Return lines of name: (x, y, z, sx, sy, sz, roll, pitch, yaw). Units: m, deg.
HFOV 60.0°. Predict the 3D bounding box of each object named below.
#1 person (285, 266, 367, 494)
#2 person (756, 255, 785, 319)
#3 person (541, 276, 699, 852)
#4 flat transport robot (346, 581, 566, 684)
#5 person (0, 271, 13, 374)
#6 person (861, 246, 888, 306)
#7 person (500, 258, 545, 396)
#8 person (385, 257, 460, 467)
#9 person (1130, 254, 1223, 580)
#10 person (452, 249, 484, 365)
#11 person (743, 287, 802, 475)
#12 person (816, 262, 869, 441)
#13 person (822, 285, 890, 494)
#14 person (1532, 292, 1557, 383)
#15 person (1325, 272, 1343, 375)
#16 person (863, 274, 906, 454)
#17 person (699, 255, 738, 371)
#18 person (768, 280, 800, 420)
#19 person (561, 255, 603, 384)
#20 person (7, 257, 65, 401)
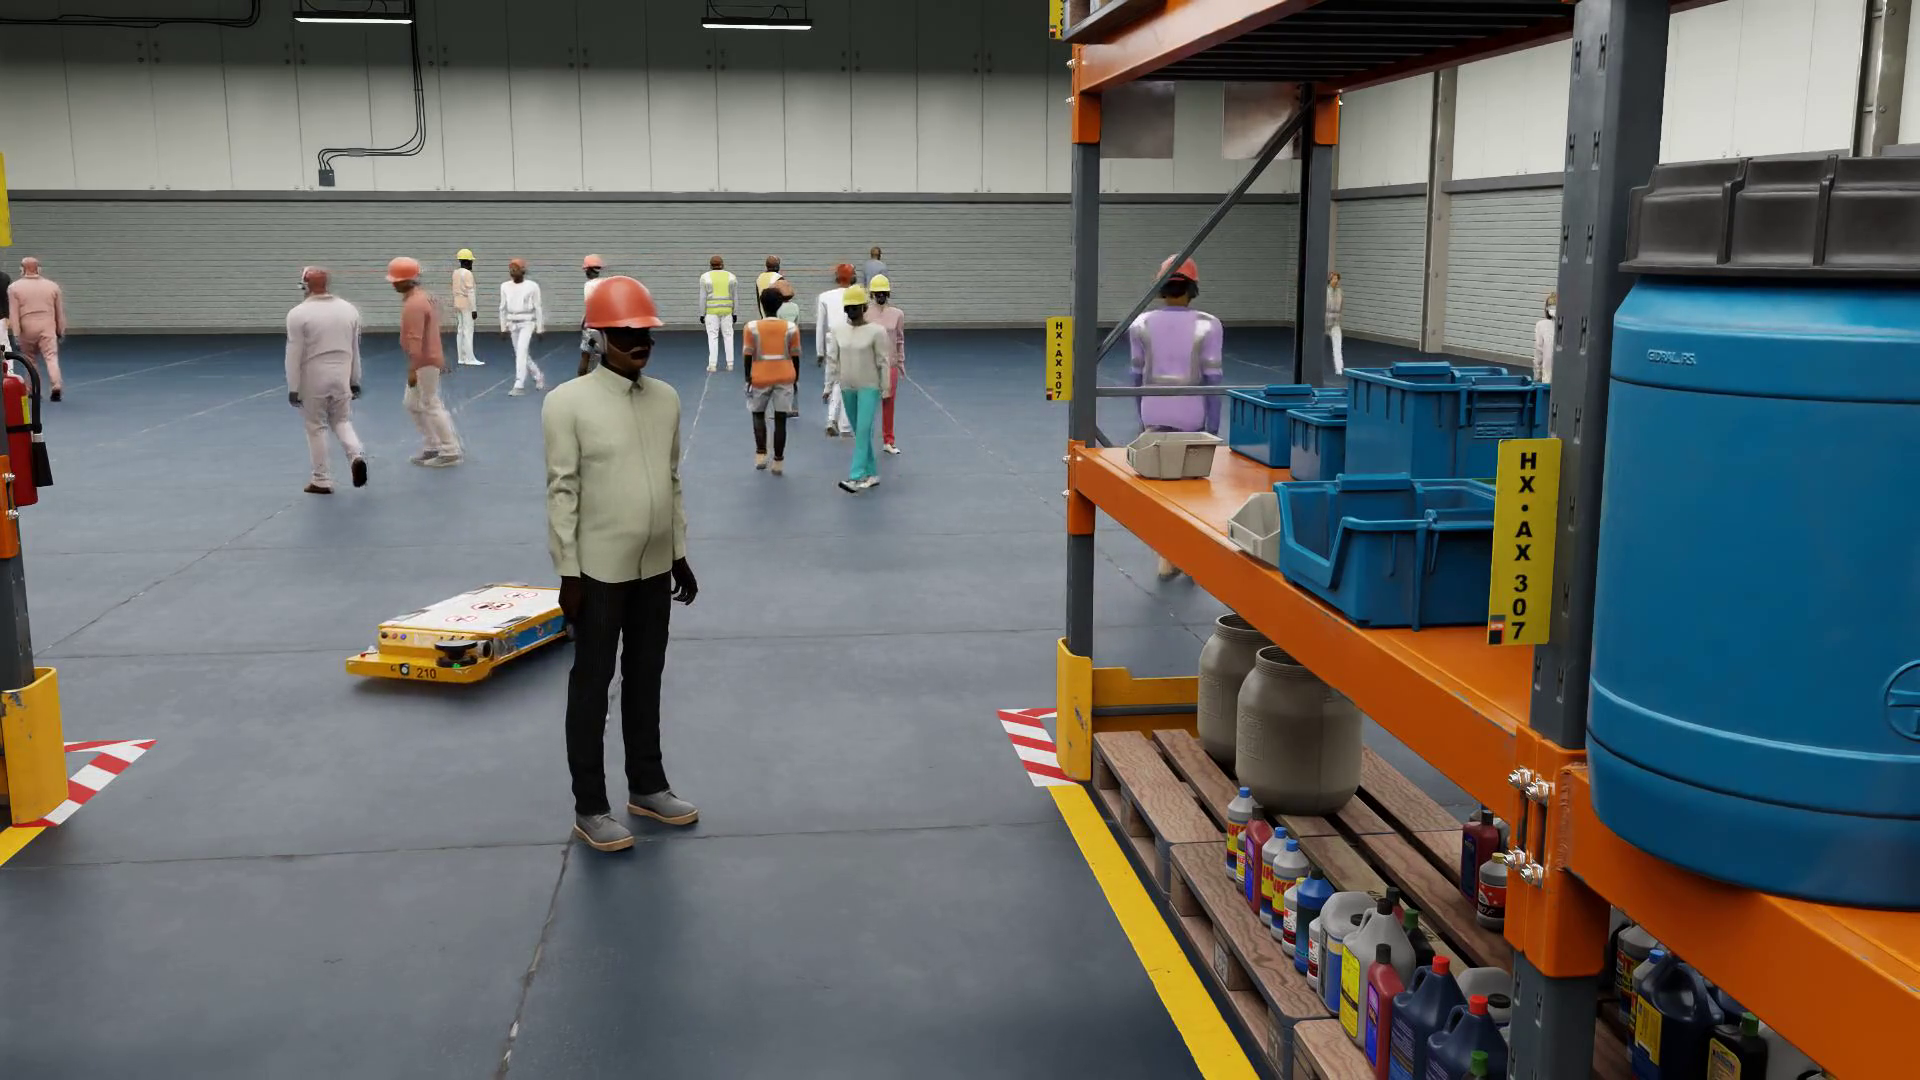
person: (-5.247, -1.310, 13.739, 0.546, 1.892, 0.669, 8, 13, 36)
person: (-2.868, -3.474, 25.761, 0.429, 1.842, 0.634, -10, 14, -43)
person: (-1.183, 0.075, 5.881, 0.378, 1.996, 0.610, 8, 13, 36)
flat transport robot: (-2.438, 0.450, 8.558, 0.652, 0.197, 1.431, 3, 11, 16)
person: (-13.883, -3.200, 23.839, 0.608, 1.996, 0.379, 1, 10, 4)
person: (-1.686, -4.872, 33.160, 0.629, 1.940, 0.379, 8, 13, 37)
person: (-5.934, -2.905, 22.653, 0.570, 1.854, 0.904, 3, 11, 18)
person: (-4.951, -1.626, 15.328, 0.616, 1.946, 0.635, -4, 11, -23)
person: (1.367, -0.778, 10.492, 0.601, 2.016, 0.687, 3, 11, 17)
person: (-8.231, -3.879, 27.744, 0.372, 1.928, 0.584, -9, 14, -42)
person: (-1.697, -1.437, 15.029, 0.547, 1.670, 0.567, -2, 11, -13)
person: (-1.197, -1.968, 17.431, 0.606, 1.869, 0.421, 5, 12, 27)
person: (-0.887, -1.240, 13.837, 0.528, 1.722, 0.891, 5, 11, 25)
person: (5.840, -1.597, 16.120, 0.523, 1.611, 0.528, 10, 14, 43)
person: (5.707, -3.382, 25.930, 0.529, 1.603, 0.841, -5, 12, -27)
person: (-0.780, -1.712, 16.311, 0.533, 1.767, 0.326, -4, 11, -21)
person: (-3.854, -3.610, 26.516, 0.634, 1.839, 0.429, -5, 11, -25)
person: (-2.057, -2.213, 19.419, 0.288, 1.634, 0.499, 6, 12, 29)
person: (-4.888, -2.846, 22.194, 0.995, 1.878, 0.567, 5, 12, 27)
person: (-12.035, -2.750, 21.712, 0.647, 1.869, 0.965, -8, 13, -39)
